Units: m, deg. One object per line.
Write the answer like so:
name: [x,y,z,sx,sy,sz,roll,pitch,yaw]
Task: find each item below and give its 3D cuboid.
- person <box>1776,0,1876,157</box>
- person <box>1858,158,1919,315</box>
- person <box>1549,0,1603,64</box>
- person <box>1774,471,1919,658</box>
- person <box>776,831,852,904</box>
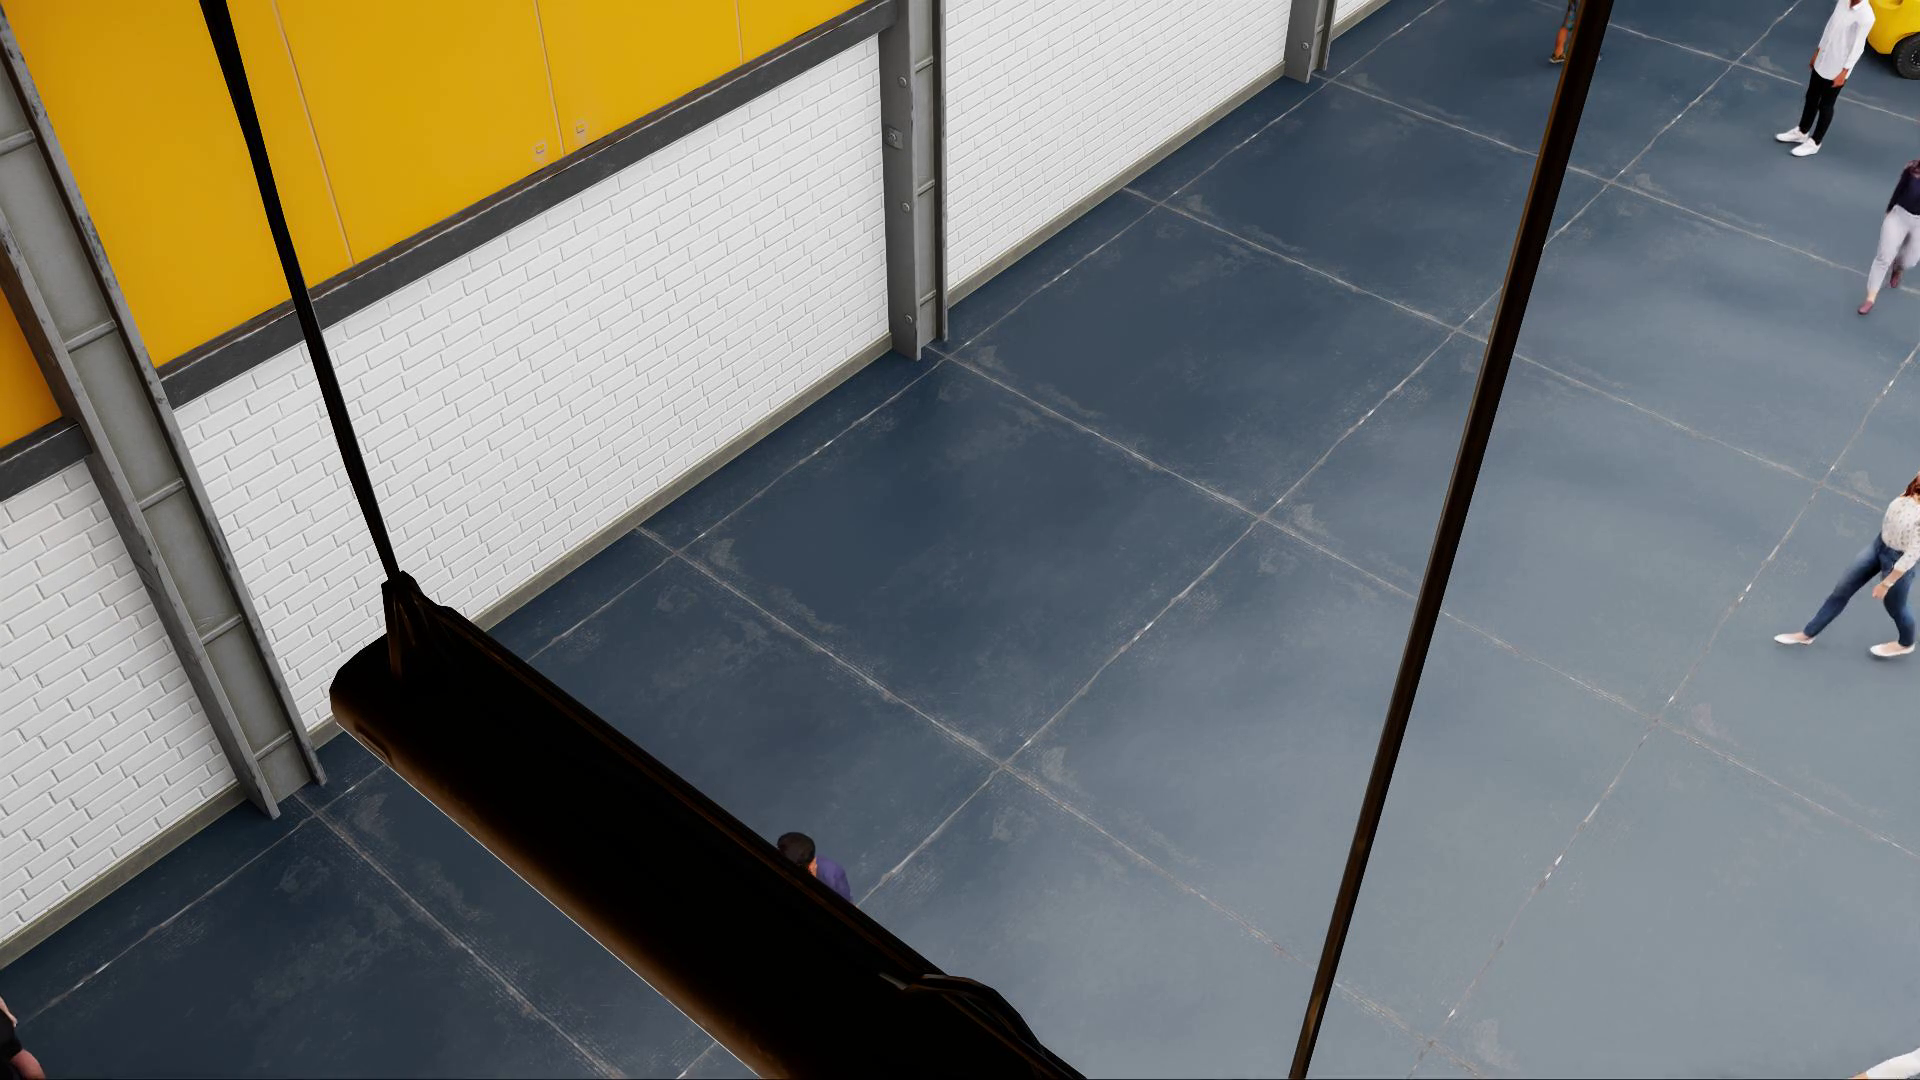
person: [8.046,-4.405,15.288,0.752,1.808,0.711,-7,44,-7]
person: [7.753,-2.589,13.535,0.645,1.597,0.857,25,49,24]
person: [6.187,-5.433,16.631,0.817,1.445,0.700,-17,46,-17]
person: [6.023,0.159,10.584,1.078,1.689,1.117,3,44,4]
person: [-0.776,1.994,8.600,0.907,1.768,0.842,17,46,17]
